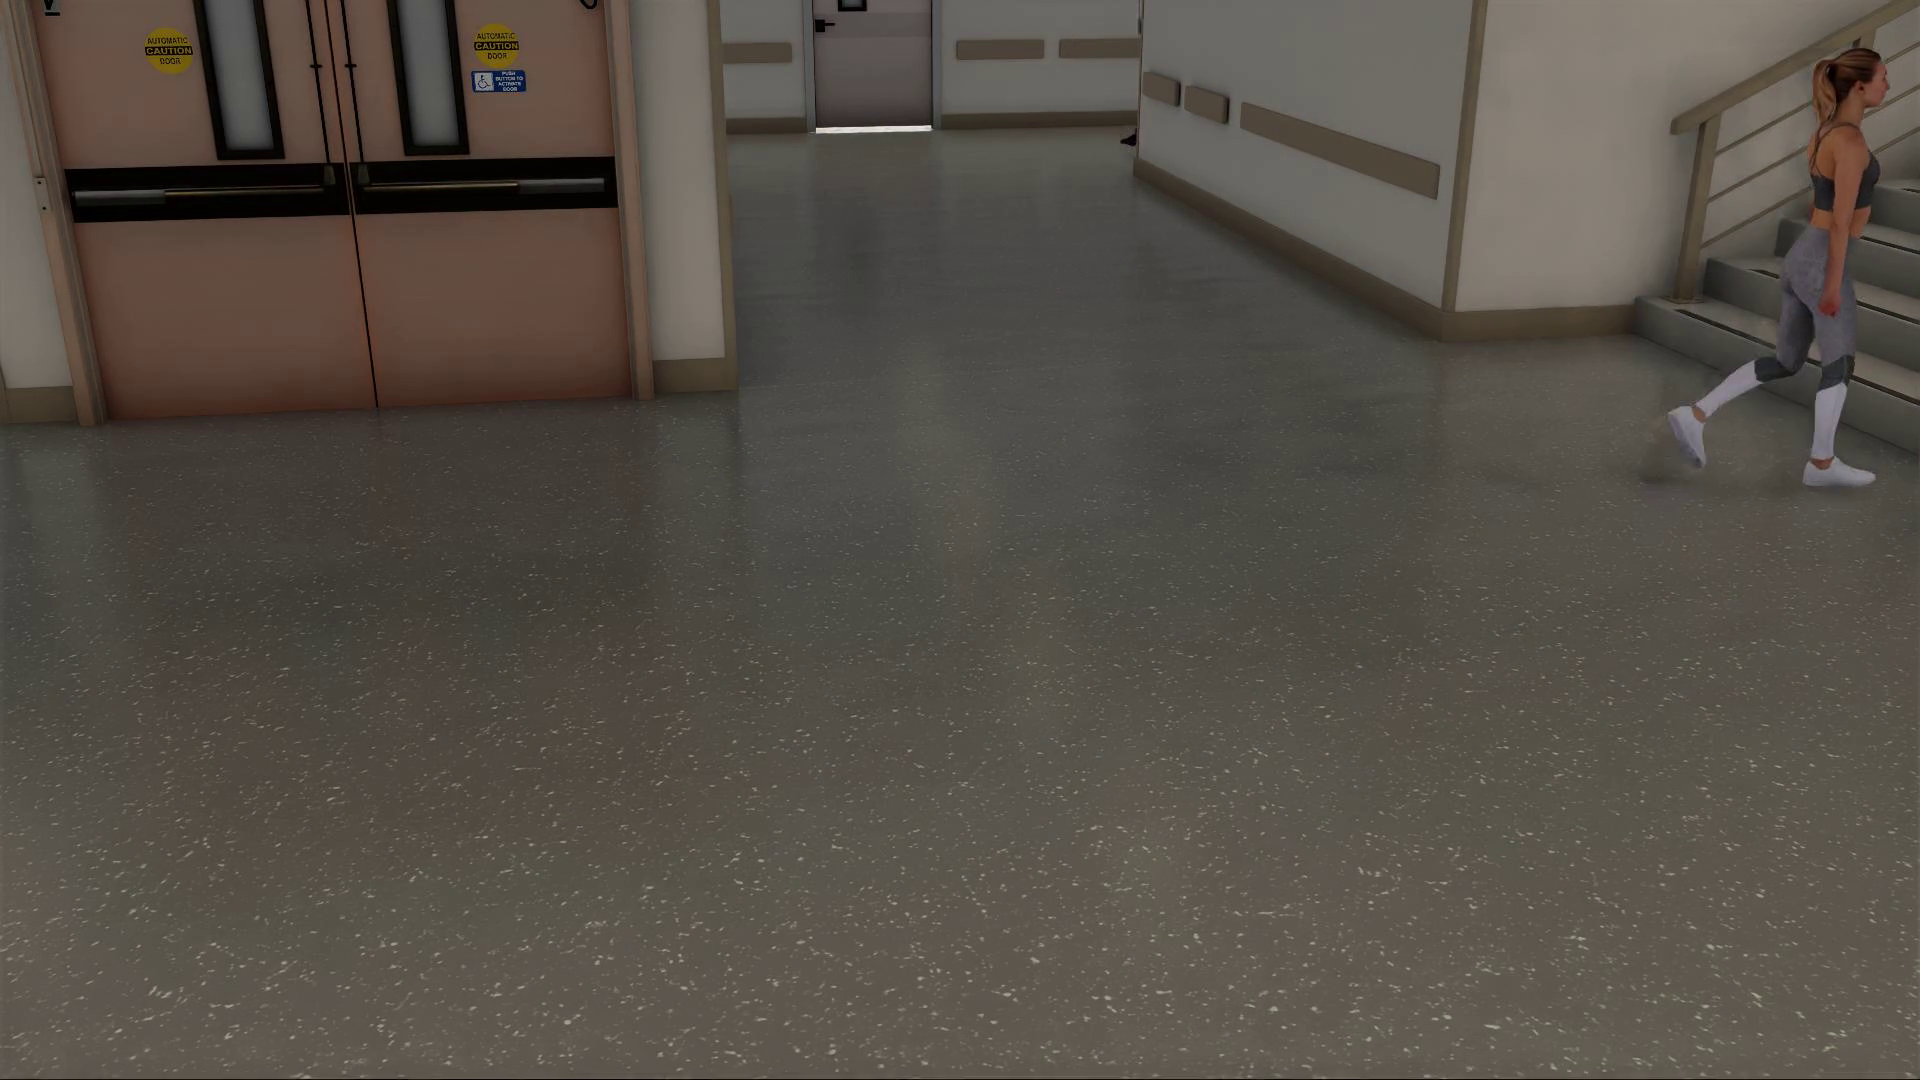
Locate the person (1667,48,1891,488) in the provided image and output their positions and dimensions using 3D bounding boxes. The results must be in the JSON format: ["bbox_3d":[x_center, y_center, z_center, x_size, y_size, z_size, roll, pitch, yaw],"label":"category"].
[{"bbox_3d":[3.227,-1.011,6.426,1.093,1.681,0.781,3,21,8],"label":"person"}]

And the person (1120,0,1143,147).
[{"bbox_3d":[1.939,-4.715,16.036,1.066,1.800,0.737,-5,21,-13],"label":"person"}]
